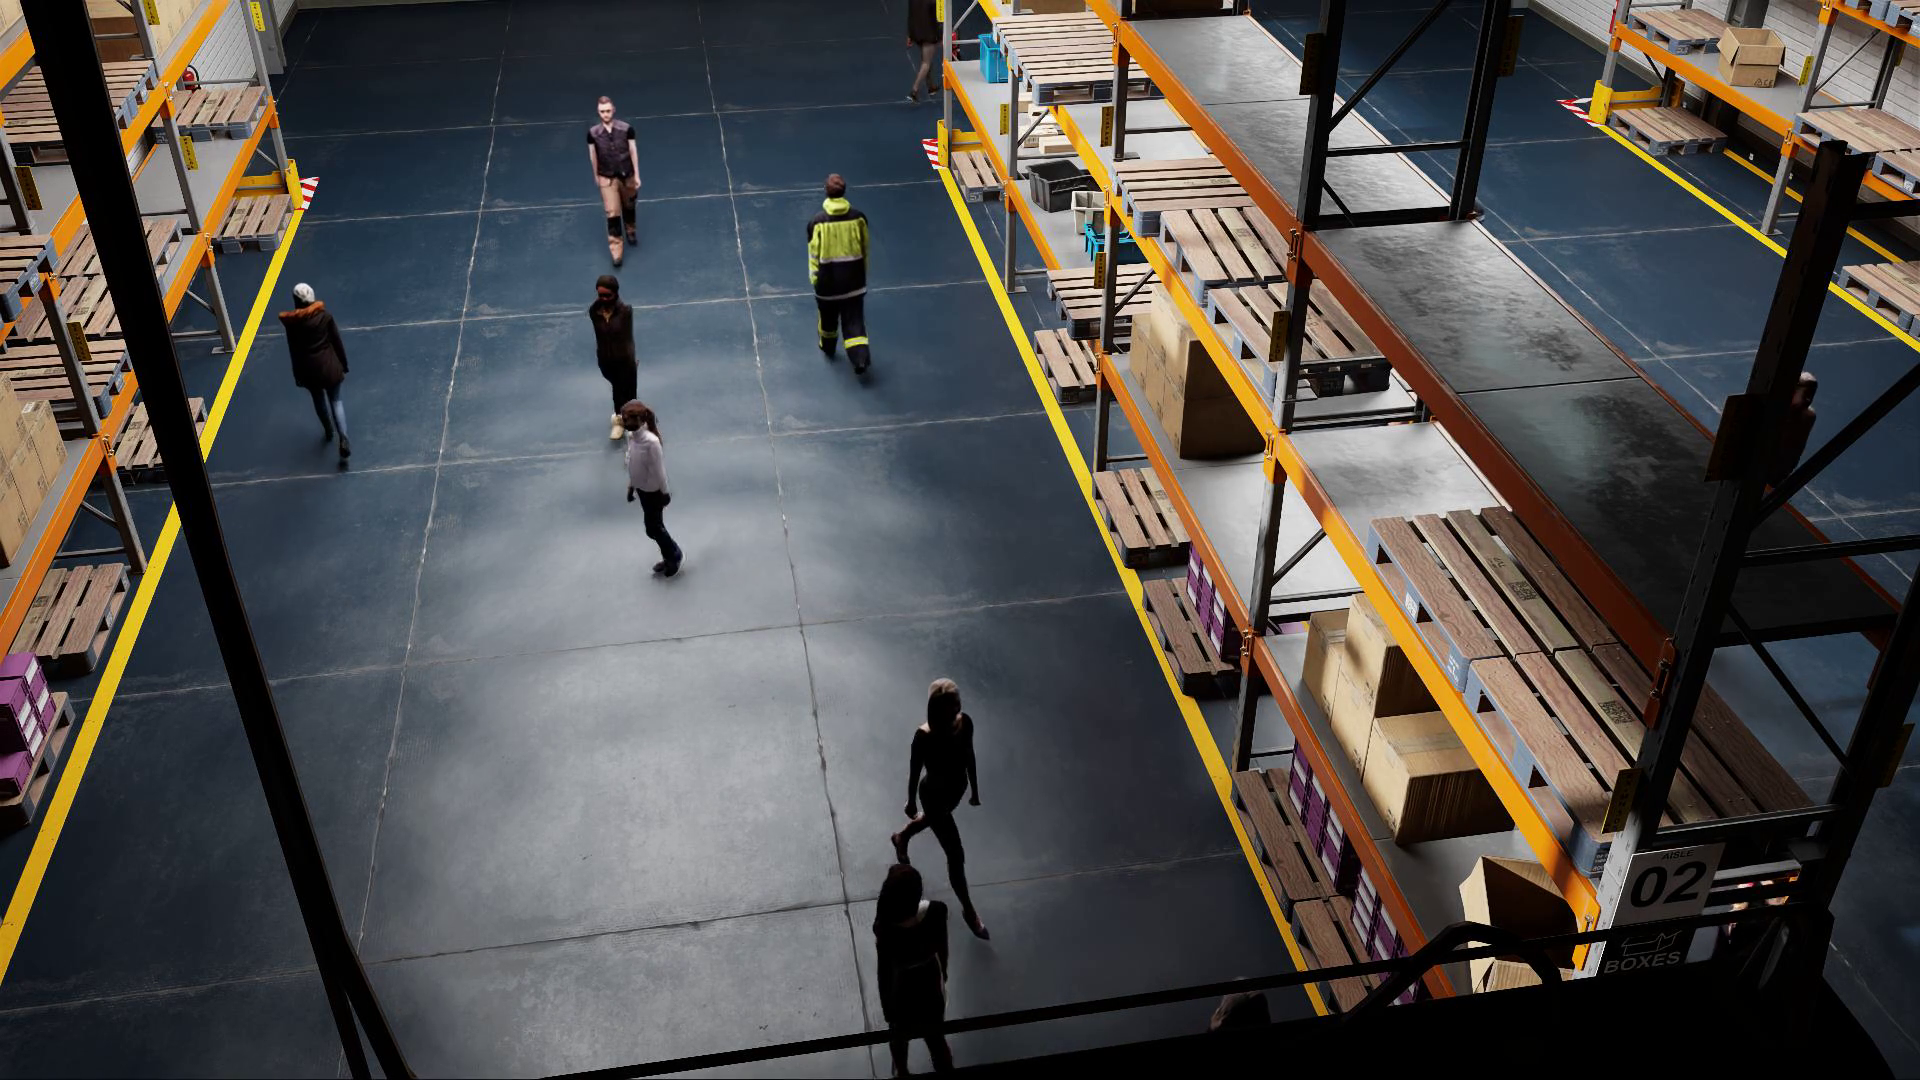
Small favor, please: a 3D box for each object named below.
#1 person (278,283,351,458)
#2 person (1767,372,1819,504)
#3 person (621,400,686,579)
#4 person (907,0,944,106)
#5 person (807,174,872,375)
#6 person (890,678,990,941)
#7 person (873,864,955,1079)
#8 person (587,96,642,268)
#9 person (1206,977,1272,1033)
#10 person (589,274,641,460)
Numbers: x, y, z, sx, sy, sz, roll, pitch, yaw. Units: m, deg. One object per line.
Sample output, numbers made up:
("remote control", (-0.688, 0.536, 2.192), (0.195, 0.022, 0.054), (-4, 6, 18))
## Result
("person", (-5.682, -1.490, 14.803), (0.783, 1.608, 1.082), (-13, 36, -19))
("person", (6.301, -0.533, 13.142), (0.728, 1.855, 1.257), (-3, 34, -4))
("person", (-2.420, -0.452, 13.305), (0.664, 1.538, 0.743), (23, 40, 31))
("person", (-0.519, -6.816, 22.676), (1.163, 1.764, 1.249), (20, 39, 27))
("person", (-1.135, -2.512, 16.041), (0.884, 1.941, 1.255), (-10, 35, -15))
("person", (-0.172, 1.528, 10.109), (1.030, 1.779, 1.271), (-27, 42, -34))
("person", (-0.194, 2.441, 8.741), (0.750, 1.774, 1.070), (-14, 36, -20))
("person", (-3.795, -4.051, 18.484), (0.714, 1.800, 1.183), (-8, 34, -11))
("person", (1.338, 2.799, 8.226), (0.696, 1.747, 0.716), (-24, 40, -31))
("person", (-3.089, -1.527, 14.825), (0.723, 1.647, 0.890), (1, 34, 2))
